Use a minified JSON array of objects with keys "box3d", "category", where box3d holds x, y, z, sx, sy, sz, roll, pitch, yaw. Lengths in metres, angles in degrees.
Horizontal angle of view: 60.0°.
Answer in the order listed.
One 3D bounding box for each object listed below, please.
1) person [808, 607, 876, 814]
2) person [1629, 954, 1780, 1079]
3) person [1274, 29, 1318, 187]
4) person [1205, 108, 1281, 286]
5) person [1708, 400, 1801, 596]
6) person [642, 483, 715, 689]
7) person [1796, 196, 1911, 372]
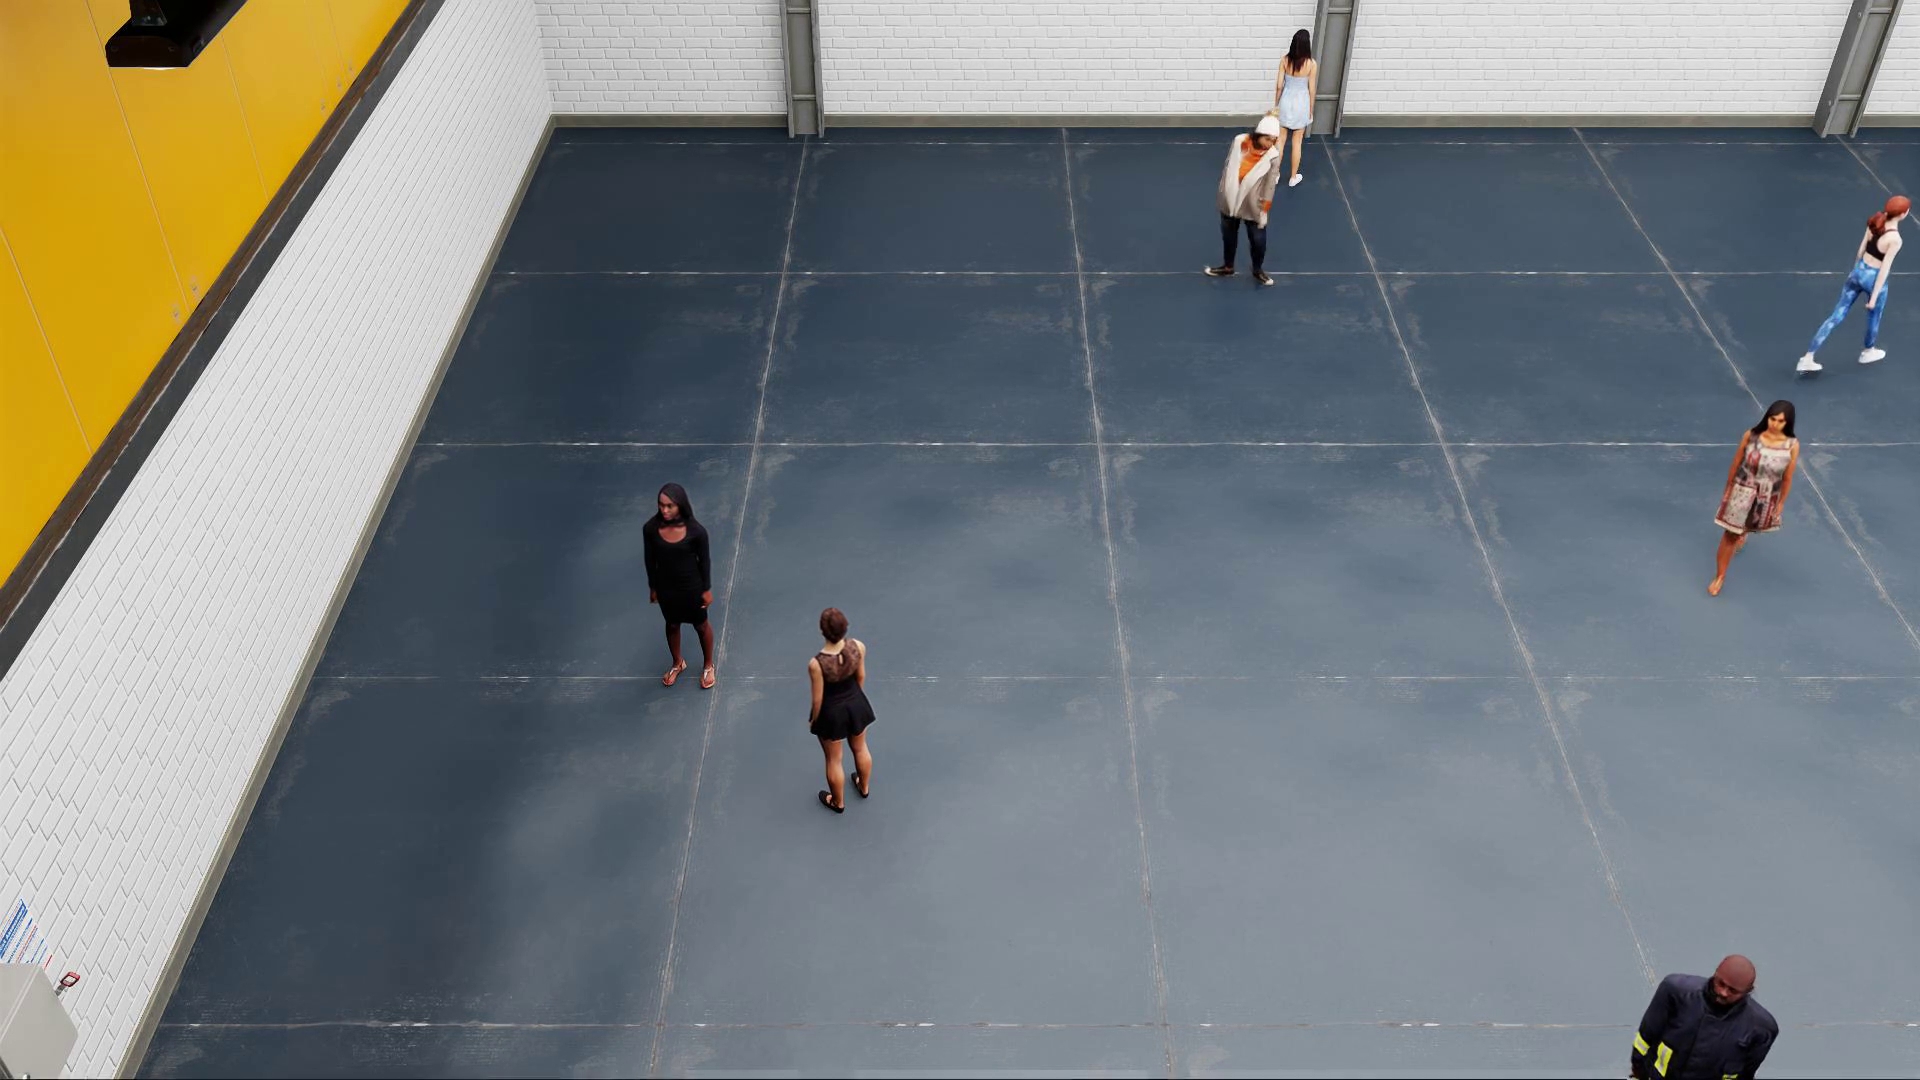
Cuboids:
[{"box3d":[-0.782,1.092,10.757,0.661,1.675,0.741,-24,44,-27],"category":"person"},{"box3d":[3.769,2.729,8.589,0.821,1.822,0.922,24,44,27],"category":"person"},{"box3d":[3.587,-4.662,17.918,0.575,1.730,0.714,12,40,15],"category":"person"},{"box3d":[2.754,-3.366,16.185,1.030,1.866,0.915,-27,46,-29],"category":"person"},{"box3d":[6.073,-0.393,12.657,1.080,1.624,0.986,17,42,20],"category":"person"},{"box3d":[-1.956,0.325,11.681,0.473,1.721,0.696,4,39,6],"category":"person"},{"box3d":[8.010,-2.235,14.875,1.257,1.734,0.853,-11,40,-14],"category":"person"}]
